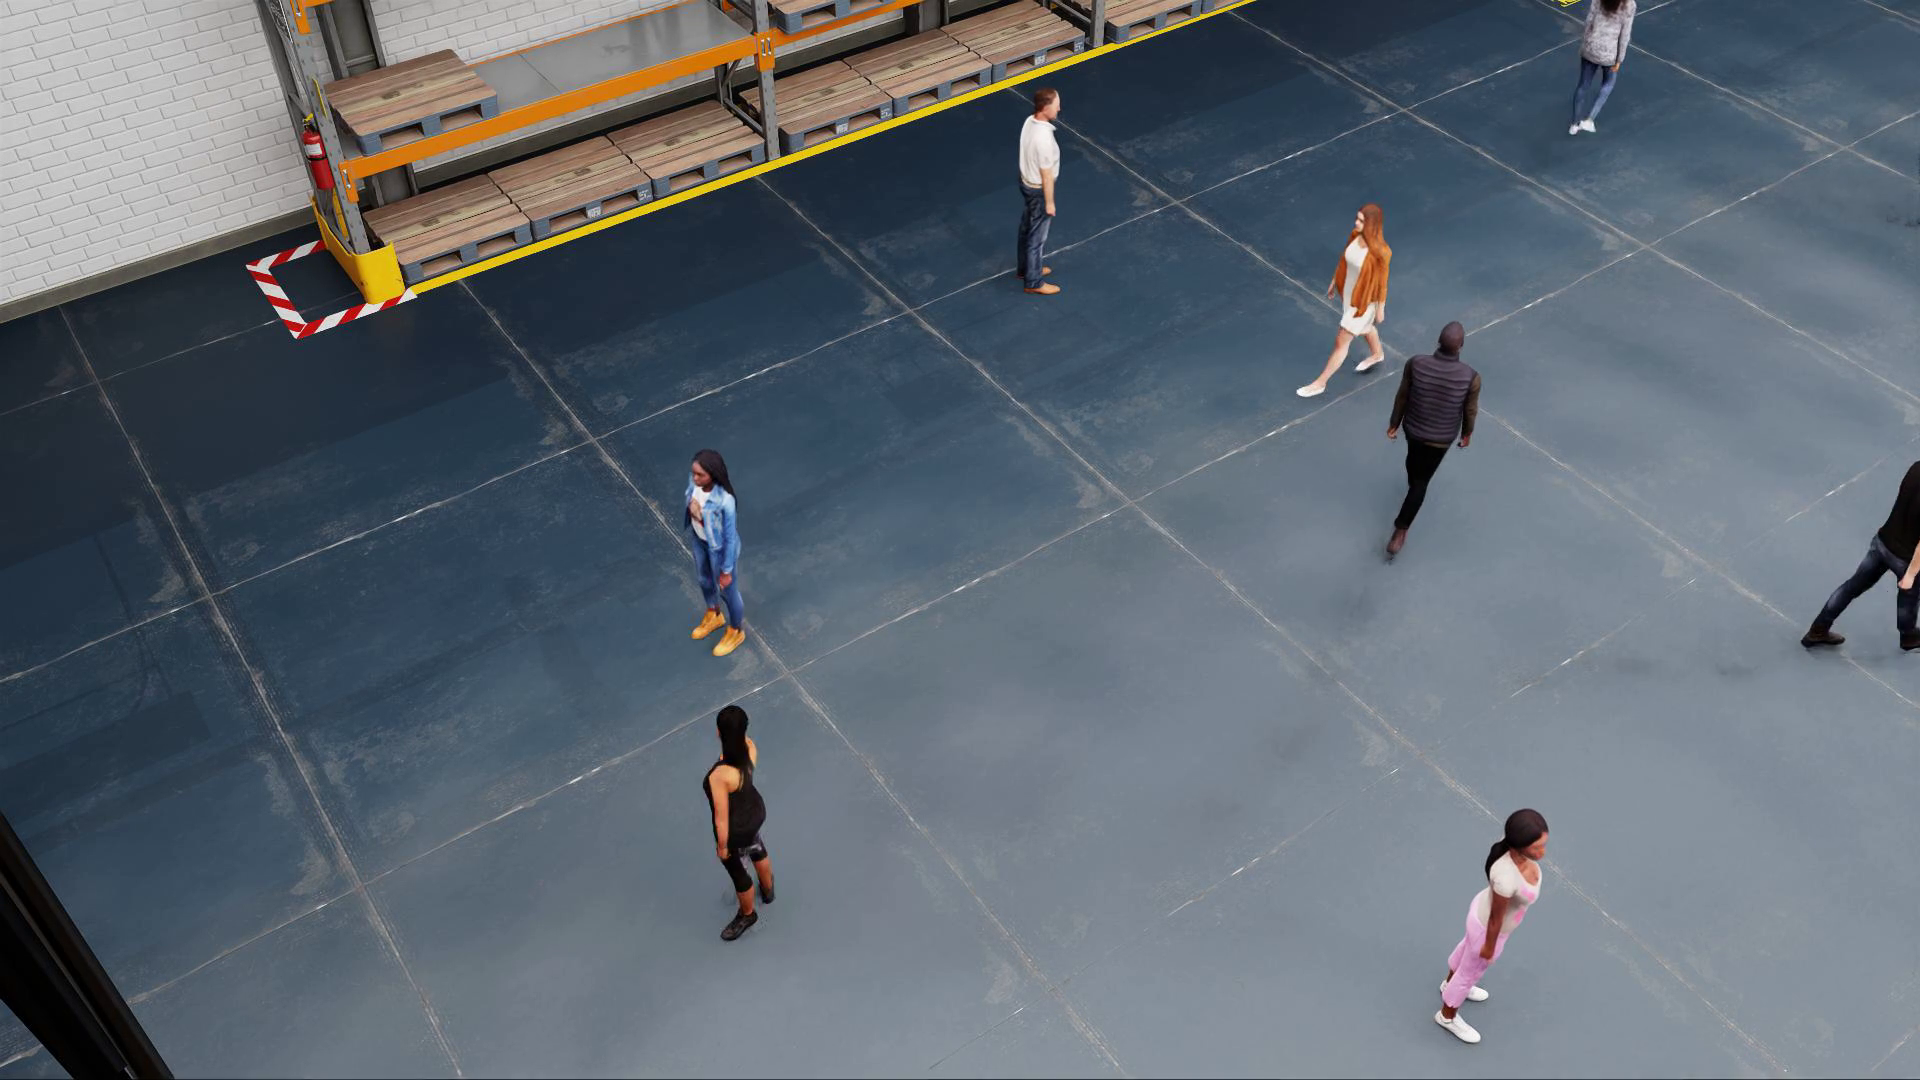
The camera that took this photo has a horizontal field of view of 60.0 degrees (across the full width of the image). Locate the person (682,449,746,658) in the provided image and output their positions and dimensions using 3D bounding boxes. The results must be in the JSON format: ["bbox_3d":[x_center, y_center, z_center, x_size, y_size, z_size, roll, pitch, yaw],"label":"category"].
[{"bbox_3d":[-1.570,0.043,10.958,0.606,1.709,0.666,-34,53,-30],"label":"person"}]

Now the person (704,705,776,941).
[{"bbox_3d":[-1.245,1.614,9.345,0.819,1.658,0.699,3,44,3],"label":"person"}]

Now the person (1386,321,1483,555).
[{"bbox_3d":[3.267,-0.697,11.676,1.071,1.789,1.316,20,47,20],"label":"person"}]

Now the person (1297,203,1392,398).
[{"bbox_3d":[3.201,-1.912,13.035,1.187,1.673,0.786,-17,46,-17],"label":"person"}]

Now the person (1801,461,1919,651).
[{"bbox_3d":[6.021,0.076,10.818,1.270,1.854,1.066,-4,44,-4],"label":"person"}]

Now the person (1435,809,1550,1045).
[{"bbox_3d":[2.829,2.023,8.855,0.712,1.742,0.608,17,46,17],"label":"person"}]

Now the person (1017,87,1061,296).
[{"bbox_3d":[0.636,-2.946,13.992,0.717,1.850,0.742,-8,44,-8],"label":"person"}]

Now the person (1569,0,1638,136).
[{"bbox_3d":[6.065,-4.628,15.851,0.698,1.722,0.712,28,50,26],"label":"person"}]
